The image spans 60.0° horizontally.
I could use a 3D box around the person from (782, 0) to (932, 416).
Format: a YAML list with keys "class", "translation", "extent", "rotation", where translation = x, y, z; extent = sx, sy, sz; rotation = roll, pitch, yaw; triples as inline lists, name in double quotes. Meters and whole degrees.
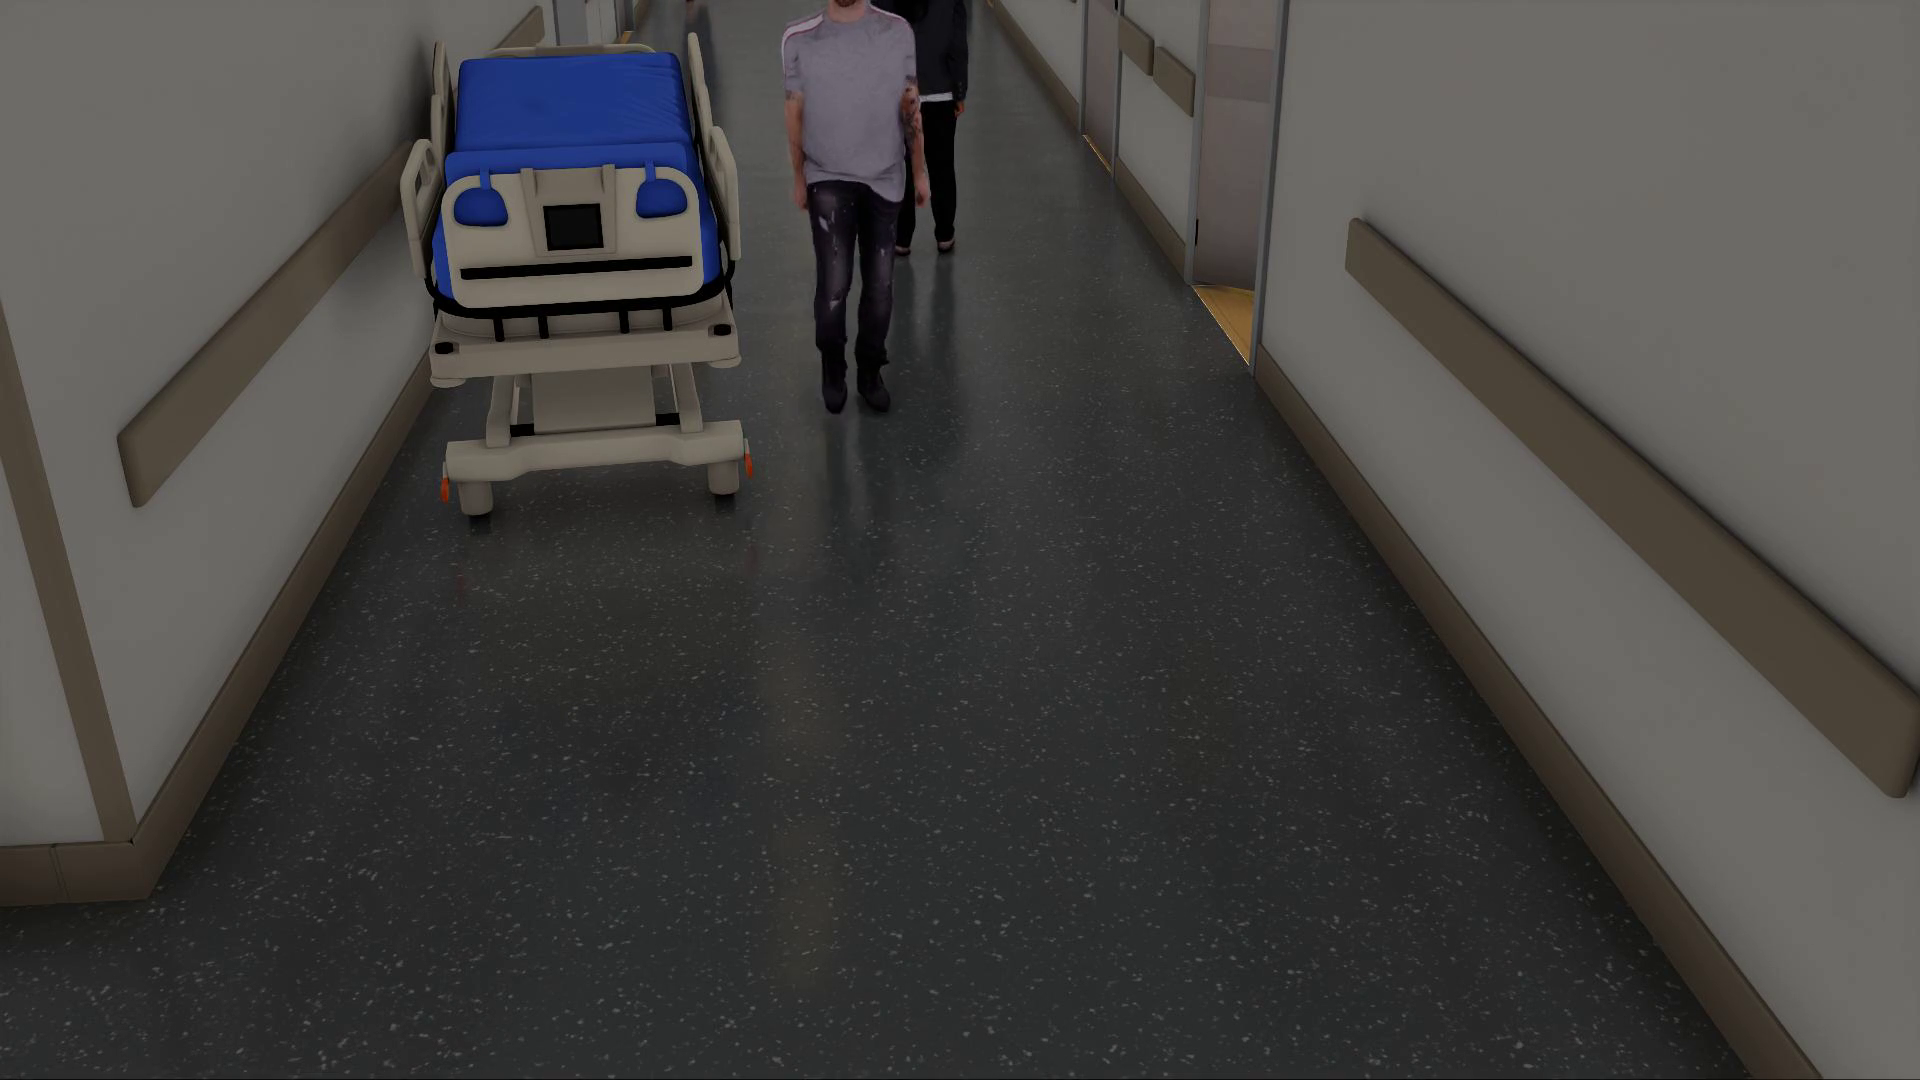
- class: "person"
  translation: [-0.420, -1.409, 6.493]
  extent: [0.650, 1.816, 0.795]
  rotation: [-7, 27, -15]

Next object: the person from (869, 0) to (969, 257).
- class: "person"
  translation: [-0.222, -2.271, 8.534]
  extent: [0.592, 1.597, 0.733]
  rotation: [-4, 26, -8]
